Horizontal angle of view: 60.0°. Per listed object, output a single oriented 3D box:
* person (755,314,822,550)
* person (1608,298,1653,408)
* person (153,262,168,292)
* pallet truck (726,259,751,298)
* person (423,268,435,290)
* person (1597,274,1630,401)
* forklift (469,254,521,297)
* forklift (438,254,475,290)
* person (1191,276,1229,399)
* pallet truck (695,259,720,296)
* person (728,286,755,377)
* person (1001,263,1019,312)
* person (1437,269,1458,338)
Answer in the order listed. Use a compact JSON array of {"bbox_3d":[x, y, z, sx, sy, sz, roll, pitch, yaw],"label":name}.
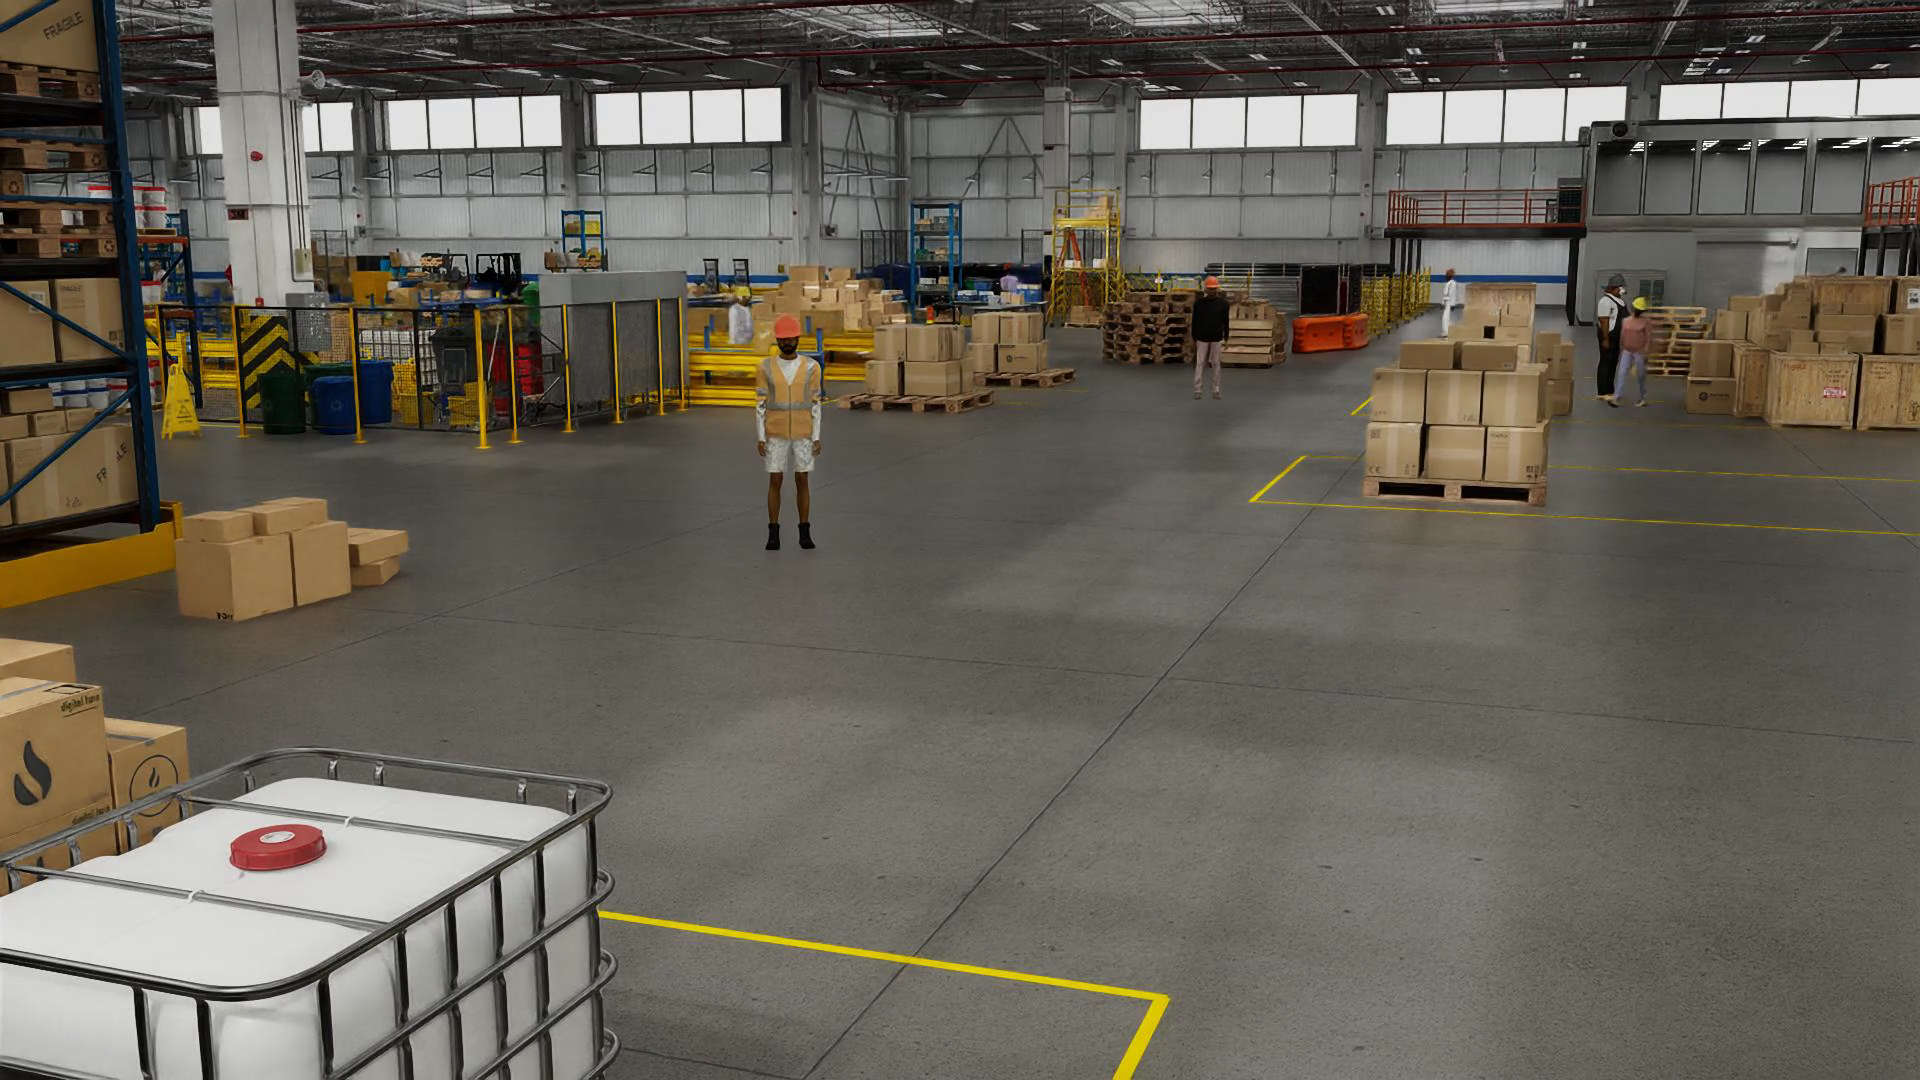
[{"bbox_3d":[-1.403,-0.880,13.682,0.546,1.938,0.361,-2,10,-10],"label":"person"},{"bbox_3d":[10.368,-2.877,25.600,0.922,1.696,0.558,-8,13,-40],"label":"person"},{"bbox_3d":[-27.641,-8.634,57.459,0.643,1.902,0.399,6,12,31],"label":"person"},{"bbox_3d":[-7.986,-9.493,62.019,0.823,1.965,1.885,3,11,17],"label":"pallet truck"},{"bbox_3d":[-19.399,-9.192,60.785,0.404,1.830,0.601,-7,12,-34],"label":"person"},{"bbox_3d":[10.549,-3.256,26.774,0.538,2.000,0.683,8,13,39],"label":"person"},{"bbox_3d":[-17.990,-10.121,64.684,1.157,1.987,2.680,3,11,17],"label":"forklift"},{"bbox_3d":[-20.133,-10.254,65.465,1.157,1.987,2.680,3,11,19],"label":"forklift"},{"bbox_3d":[4.057,-3.272,26.986,0.608,1.996,0.380,1,10,5],"label":"person"},{"bbox_3d":[-9.165,-9.627,62.776,0.823,1.965,1.885,4,11,23],"label":"pallet truck"},{"bbox_3d":[-3.673,-3.373,28.046,0.430,1.820,0.593,3,11,18],"label":"person"},{"bbox_3d":[1.406,-6.704,46.299,0.615,2.012,0.993,-6,12,-31],"label":"person"},{"bbox_3d":[12.858,-6.215,43.918,0.528,1.871,0.614,1,10,4],"label":"person"}]
